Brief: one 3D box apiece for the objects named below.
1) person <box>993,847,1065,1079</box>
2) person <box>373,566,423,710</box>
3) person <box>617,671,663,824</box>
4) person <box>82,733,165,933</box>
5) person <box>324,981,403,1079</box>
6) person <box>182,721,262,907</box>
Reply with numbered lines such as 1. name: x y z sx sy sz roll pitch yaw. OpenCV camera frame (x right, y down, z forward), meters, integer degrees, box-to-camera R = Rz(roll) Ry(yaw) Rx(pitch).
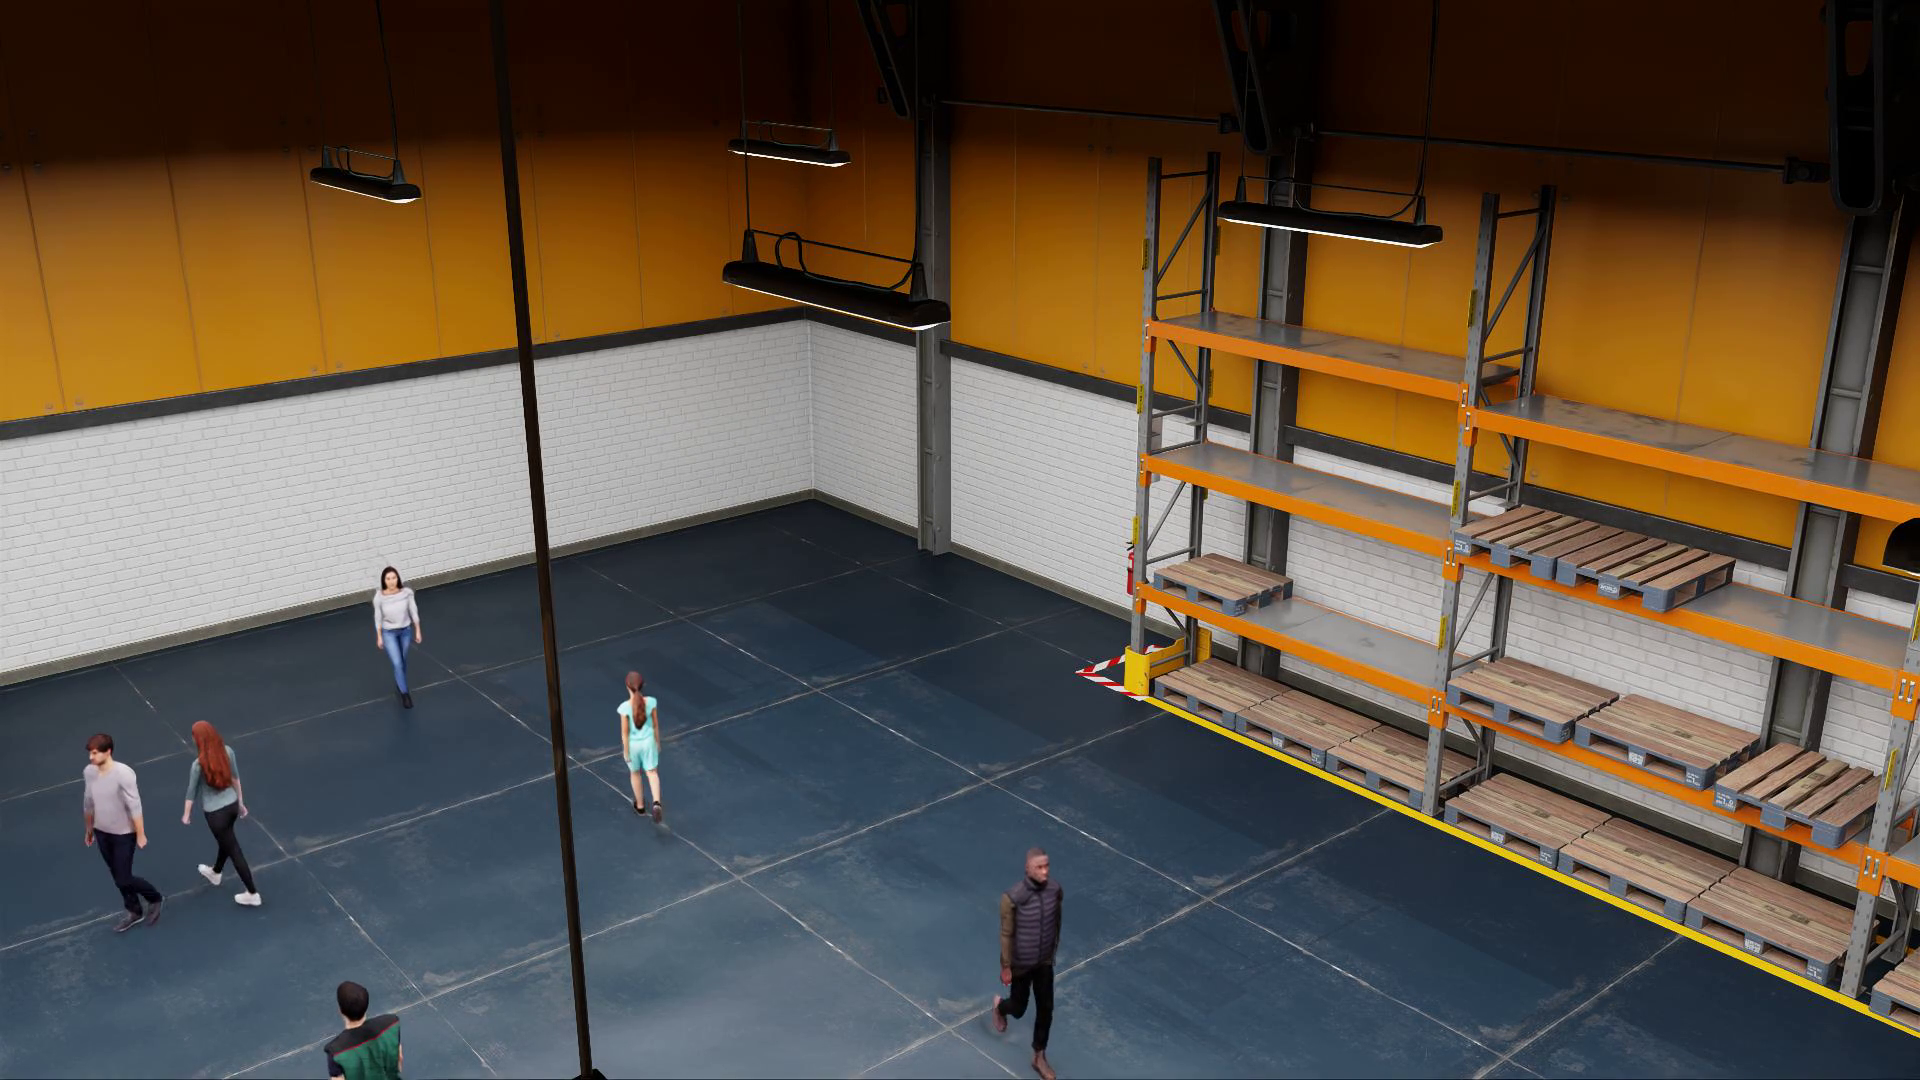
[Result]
1. person: 0.478 3.072 12.304 0.838 1.813 1.071 -10 21 -26
2. person: -6.320 1.055 18.650 0.714 1.585 1.070 -11 22 -30
3. person: -3.032 1.994 15.923 0.711 1.546 0.962 -8 20 -23
4. person: -7.099 2.440 14.152 0.776 1.832 0.869 8 20 22
5. person: -3.650 3.667 10.449 0.714 1.870 0.981 -17 25 -41
6. person: -6.344 2.411 14.436 1.109 1.706 0.879 8 20 22
